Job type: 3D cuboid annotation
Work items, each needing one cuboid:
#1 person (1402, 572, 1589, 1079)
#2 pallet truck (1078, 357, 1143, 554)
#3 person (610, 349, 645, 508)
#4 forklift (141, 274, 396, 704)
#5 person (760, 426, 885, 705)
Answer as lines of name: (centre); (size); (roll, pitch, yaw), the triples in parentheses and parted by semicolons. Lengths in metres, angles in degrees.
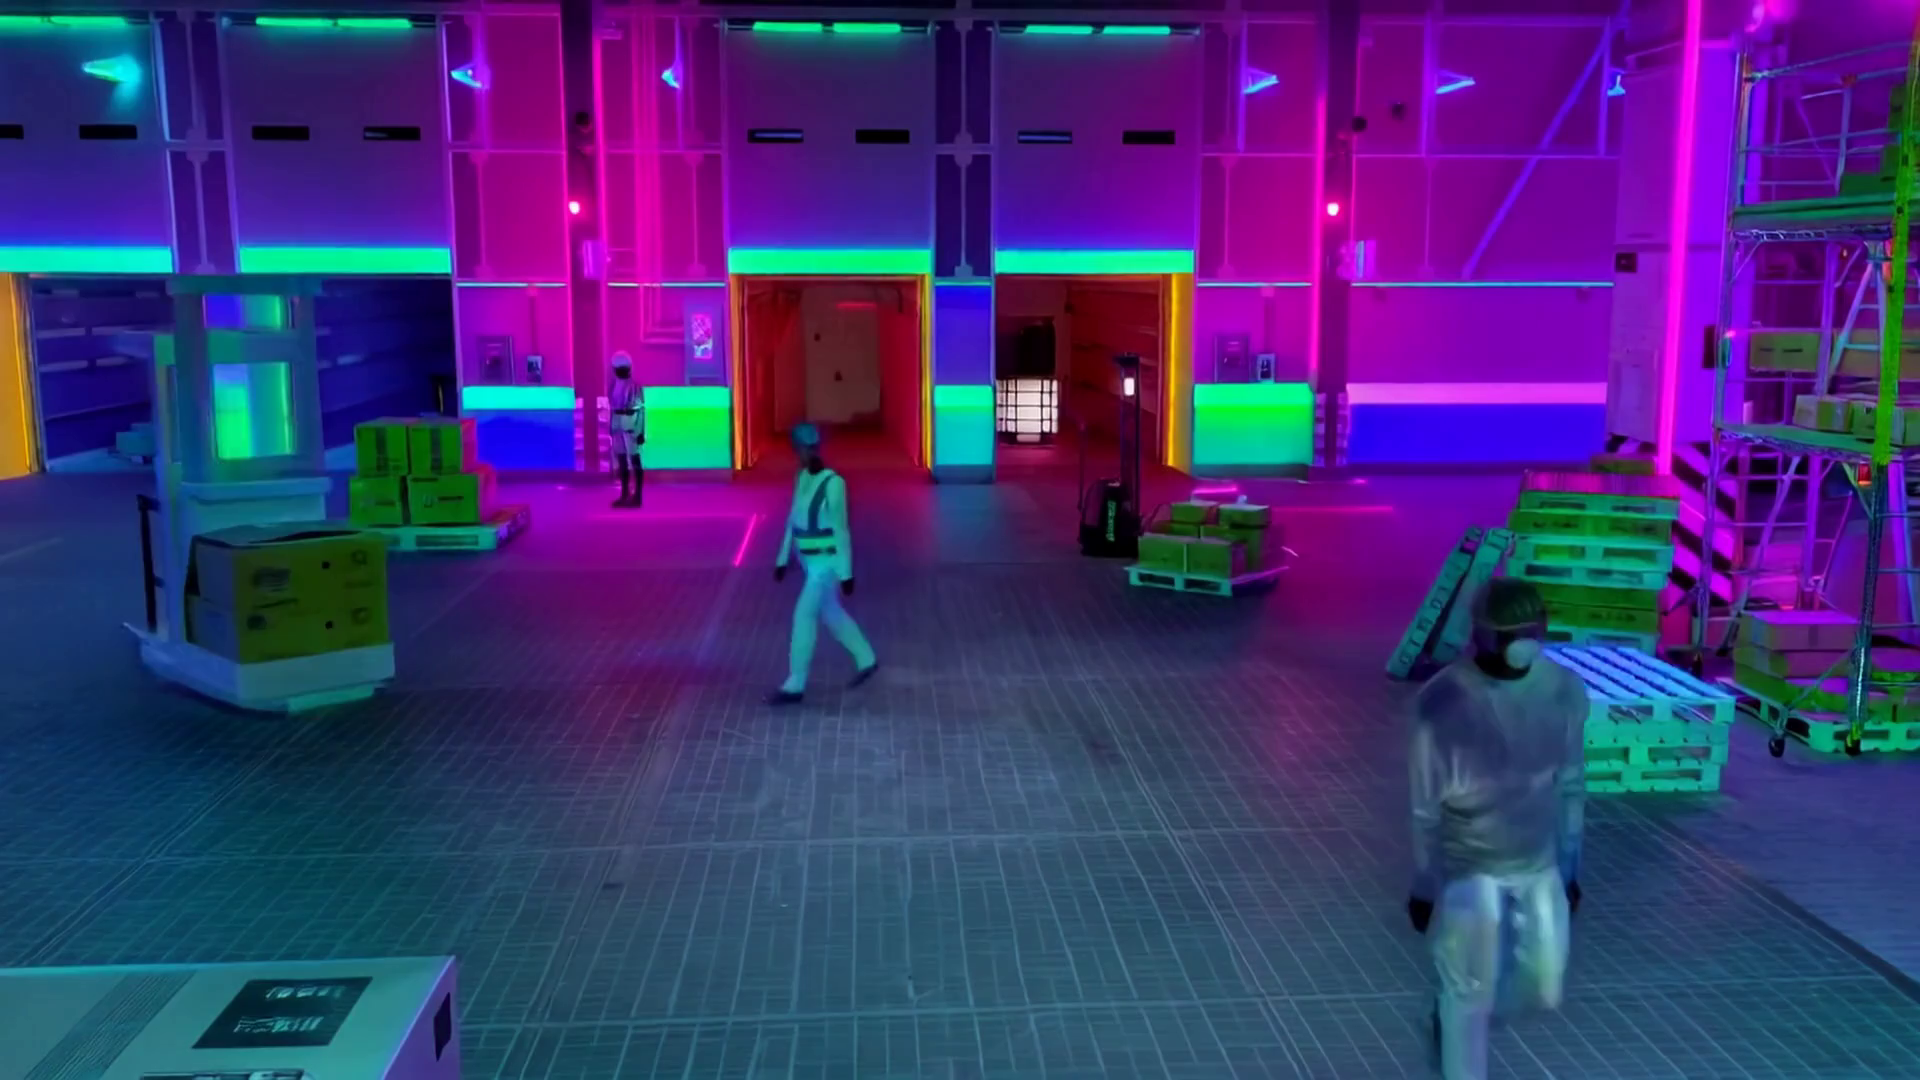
person: (1.652, 1.030, 5.271); (0.627, 1.927, 0.601); (-3, 9, -15)
pallet truck: (2.088, -0.836, 16.757); (1.885, 1.965, 0.823); (2, 9, 13)
person: (-4.059, -1.345, 20.179); (0.544, 1.929, 0.386); (7, 11, 37)
forklift: (-4.856, -0.439, 11.501); (1.129, 2.768, 1.873); (-9, 12, -43)
person: (-0.889, 0.149, 11.117); (0.931, 1.848, 0.571); (-4, 10, -25)
